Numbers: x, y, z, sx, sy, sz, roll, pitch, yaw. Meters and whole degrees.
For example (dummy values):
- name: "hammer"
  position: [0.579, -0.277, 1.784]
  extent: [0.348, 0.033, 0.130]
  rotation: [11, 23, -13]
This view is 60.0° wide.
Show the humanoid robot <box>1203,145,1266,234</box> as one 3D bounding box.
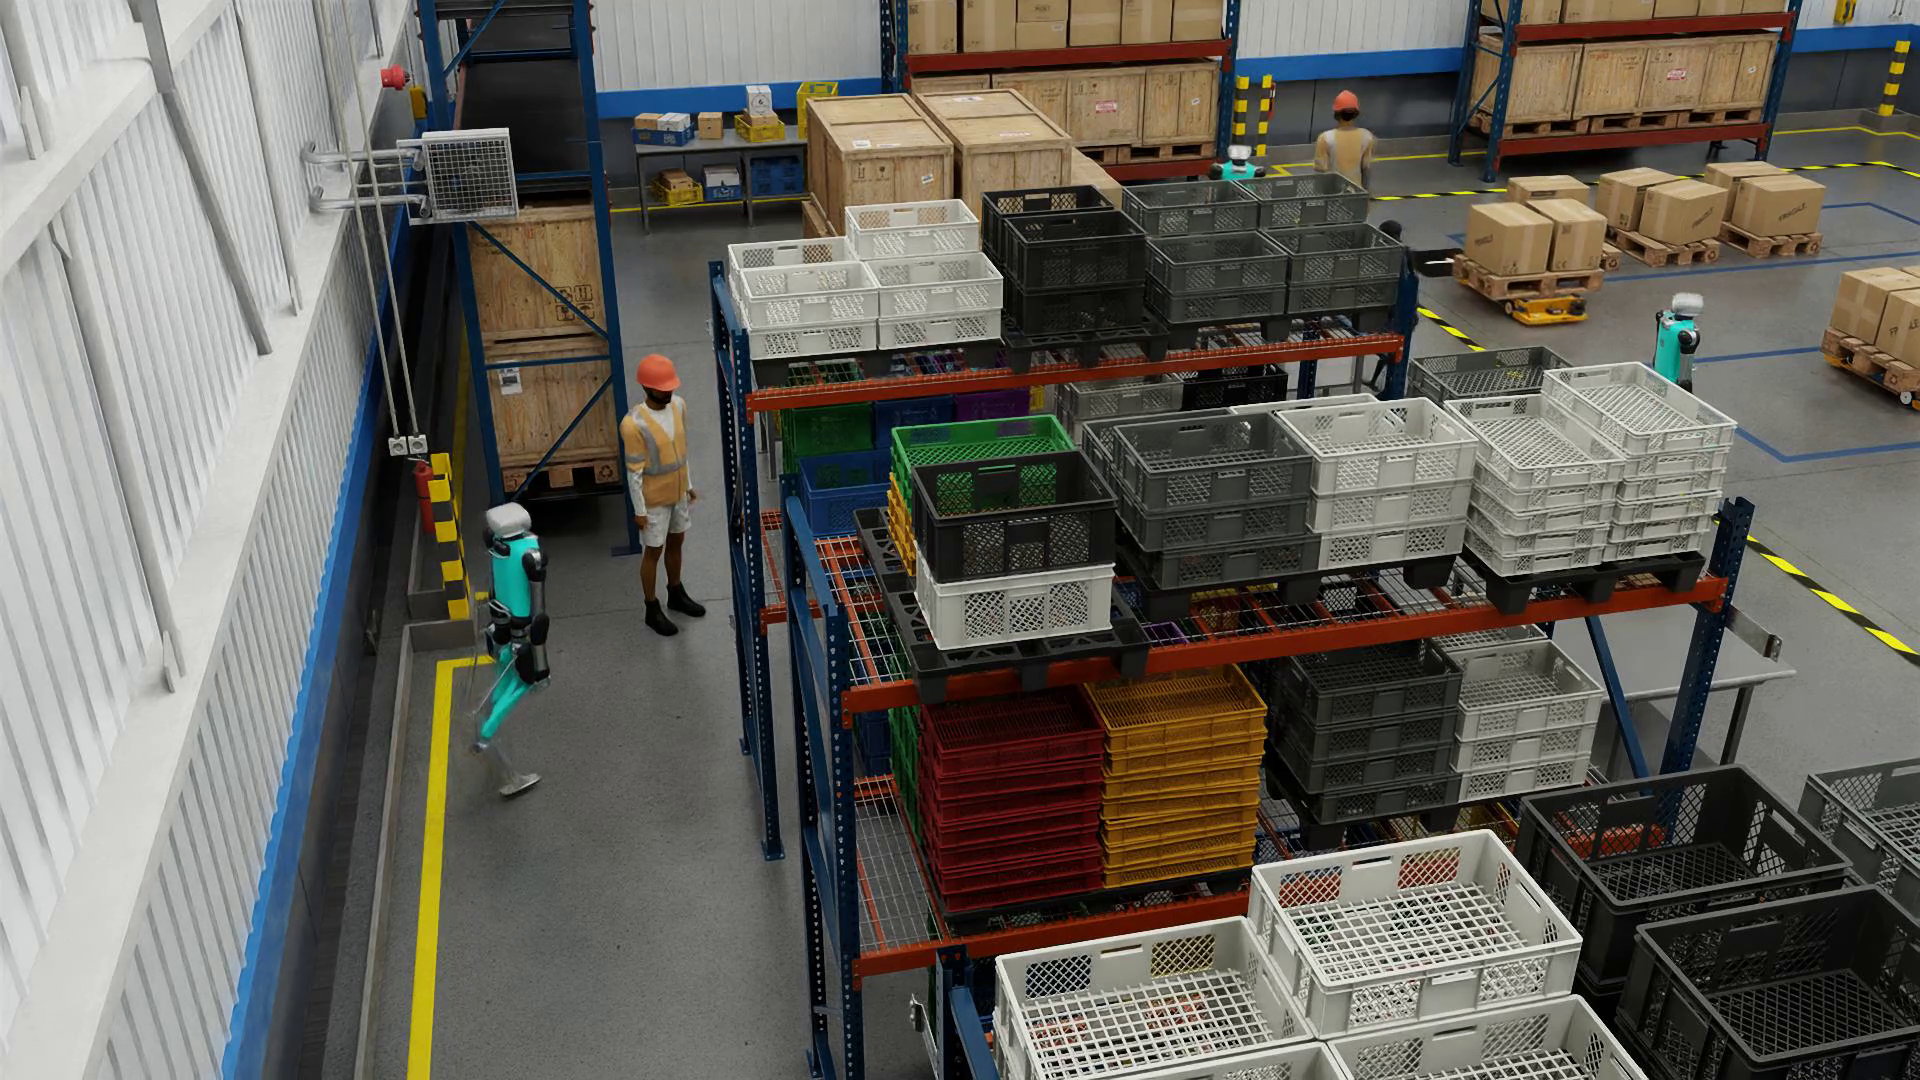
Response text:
- name: "humanoid robot"
  position: [2.627, -3.005, 16.273]
  extent: [0.550, 1.871, 0.831]
  rotation: [2, 28, 4]

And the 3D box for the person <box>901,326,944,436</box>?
- name: "person"
  position: [-0.252, -0.780, 11.873]
  extent: [0.892, 1.816, 0.508]
  rotation: [18, 33, 30]

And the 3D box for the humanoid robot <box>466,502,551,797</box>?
- name: "humanoid robot"
  position: [-2.576, 0.741, 9.168]
  extent: [0.724, 1.873, 0.538]
  rotation: [-24, 36, -37]

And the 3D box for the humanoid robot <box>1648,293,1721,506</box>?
- name: "humanoid robot"
  position: [5.404, -1.004, 12.237]
  extent: [0.735, 1.673, 0.533]
  rotation: [-1, 28, -2]

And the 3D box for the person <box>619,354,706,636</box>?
- name: "person"
  position: [-1.914, -0.308, 10.842]
  extent: [0.372, 1.934, 0.550]
  rotation: [16, 32, 28]

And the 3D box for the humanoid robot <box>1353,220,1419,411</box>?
- name: "humanoid robot"
  position: [3.718, -1.939, 14.253]
  extent: [0.604, 1.621, 0.673]
  rotation: [-20, 34, -33]

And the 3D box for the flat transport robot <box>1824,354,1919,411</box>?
- name: "flat transport robot"
  position: [8.473, -1.467, 14.800]
  extent: [0.652, 0.197, 1.431]
  rotation: [-6, 28, -12]

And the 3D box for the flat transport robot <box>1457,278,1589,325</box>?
- name: "flat transport robot"
  position: [5.671, -2.518, 16.793]
  extent: [0.652, 0.197, 1.431]
  rotation: [-6, 28, -12]

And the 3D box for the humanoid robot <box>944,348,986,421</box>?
- name: "humanoid robot"
  position: [0.246, -0.566, 11.592]
  extent: [0.830, 1.806, 0.545]
  rotation: [-15, 31, -26]

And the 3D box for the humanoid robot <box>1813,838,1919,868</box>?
- name: "humanoid robot"
  position: [3.789, 1.797, 7.119]
  extent: [0.560, 1.757, 1.003]
  rotation: [14, 31, 25]

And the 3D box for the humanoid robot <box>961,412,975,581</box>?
- name: "humanoid robot"
  position: [-0.058, -0.189, 10.896]
  extent: [0.380, 1.649, 0.598]
  rotation: [-25, 37, -39]

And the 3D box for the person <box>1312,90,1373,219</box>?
- name: "person"
  position: [3.863, -3.496, 16.816]
  extent: [0.612, 2.020, 0.776]
  rotation: [-6, 28, -12]

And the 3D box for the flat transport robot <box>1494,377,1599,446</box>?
- name: "flat transport robot"
  position: [4.780, -1.036, 14.013]
  extent: [0.659, 0.231, 1.431]
  rotation: [-6, 28, -12]
